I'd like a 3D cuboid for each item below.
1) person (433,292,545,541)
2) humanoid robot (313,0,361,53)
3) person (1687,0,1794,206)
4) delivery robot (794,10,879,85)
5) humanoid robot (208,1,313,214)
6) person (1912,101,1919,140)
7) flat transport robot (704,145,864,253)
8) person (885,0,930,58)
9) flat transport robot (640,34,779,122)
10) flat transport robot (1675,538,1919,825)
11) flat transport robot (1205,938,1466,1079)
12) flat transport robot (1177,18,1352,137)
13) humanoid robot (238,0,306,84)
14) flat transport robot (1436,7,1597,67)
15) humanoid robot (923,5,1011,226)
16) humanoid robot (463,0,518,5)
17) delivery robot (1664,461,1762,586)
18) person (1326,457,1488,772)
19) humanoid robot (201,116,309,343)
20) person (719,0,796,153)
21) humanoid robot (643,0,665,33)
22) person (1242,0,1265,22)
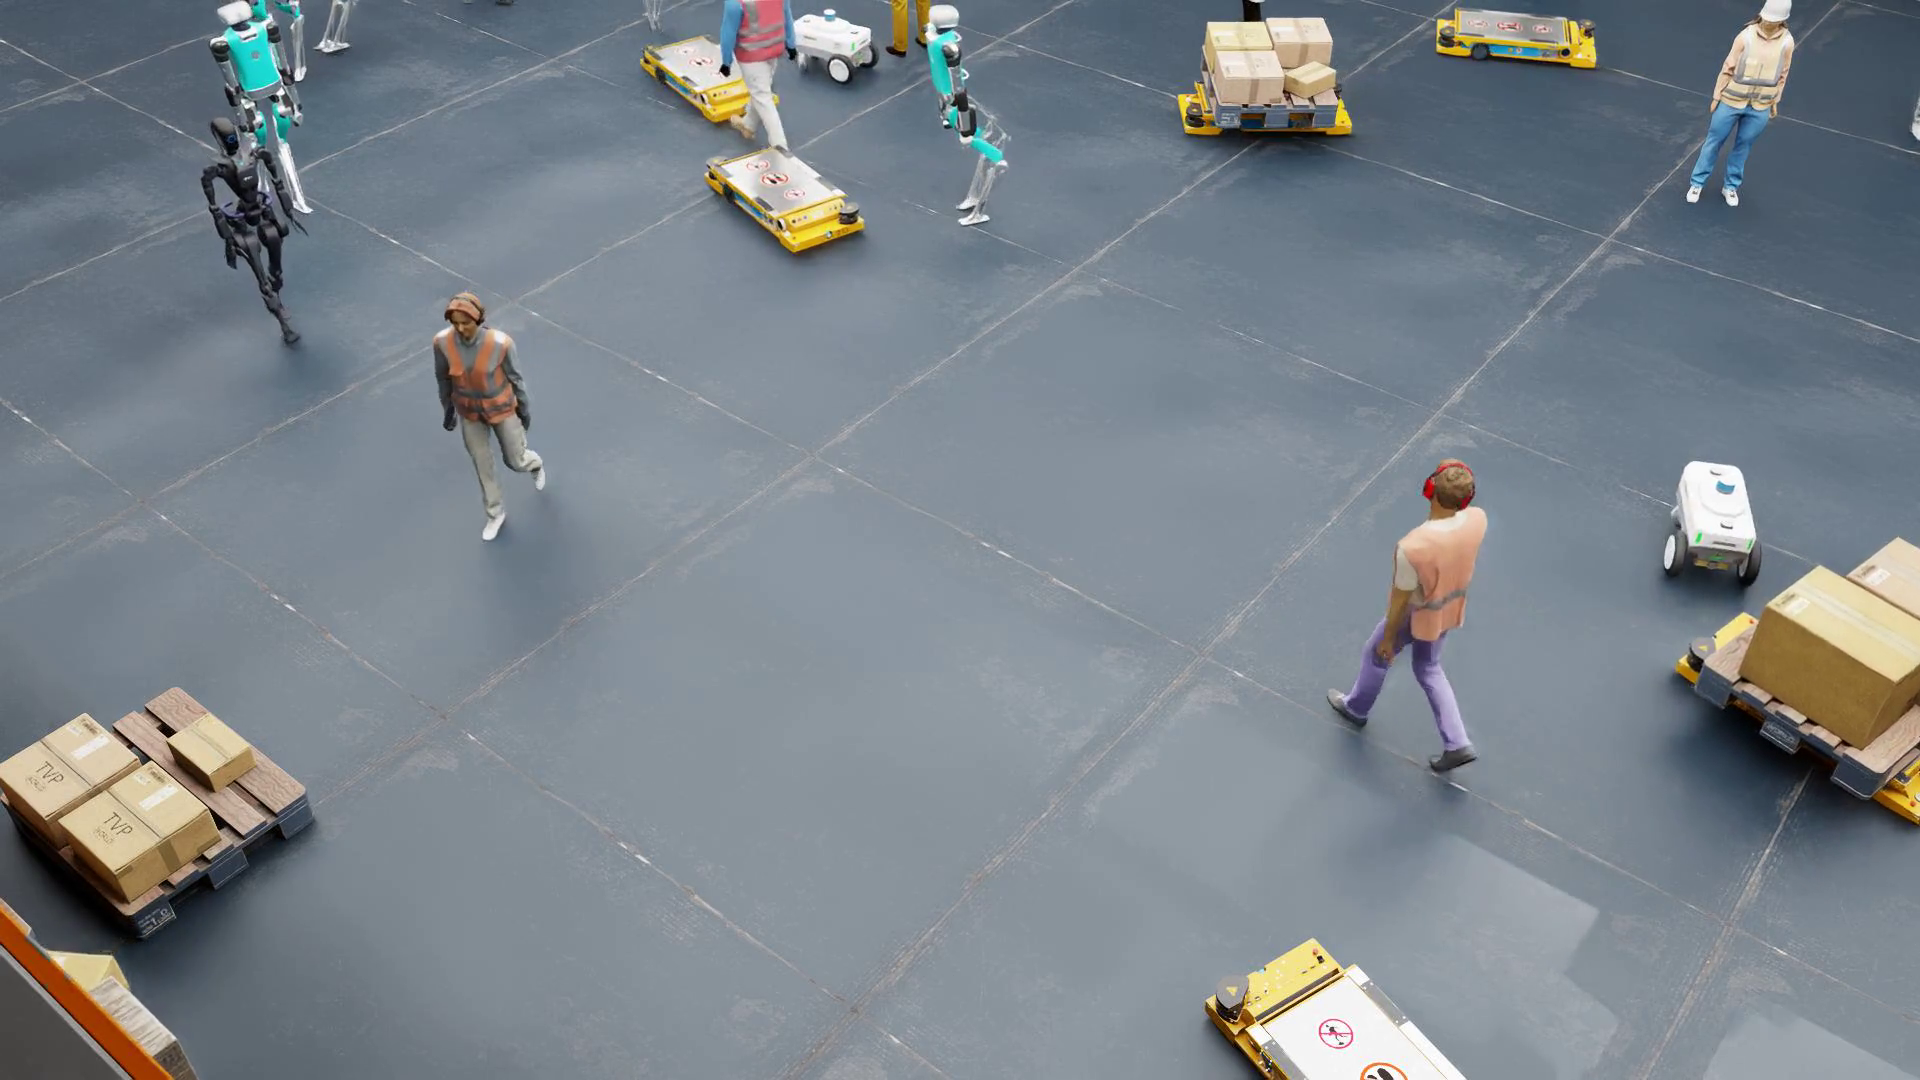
[{"bbox_3d":[-2.819,-0.782,9.949,0.535,1.625,0.567,5,41,6],"label":"person"},{"bbox_3d":[-5.841,-5.329,15.172,0.686,1.753,0.541,-31,49,-31],"label":"humanoid robot"},{"bbox_3d":[6.139,-3.440,12.998,0.496,1.727,0.367,8,41,9],"label":"person"},{"bbox_3d":[-1.155,-4.523,15.181,0.770,0.599,0.523,20,44,22],"label":"delivery robot"},{"bbox_3d":[-5.497,-3.354,12.949,0.556,1.871,0.809,-32,50,-32],"label":"humanoid robot"},{"bbox_3d":[8.204,-3.922,13.601,0.489,1.661,0.946,9,41,11],"label":"person"},{"bbox_3d":[-1.427,-2.763,13.329,0.659,0.231,1.431,-25,46,-26],"label":"flat transport robot"},{"bbox_3d":[-0.503,-5.288,15.154,0.524,1.750,0.345,-23,46,-25],"label":"person"},{"bbox_3d":[-2.279,-4.185,15.001,0.659,0.231,1.431,-24,46,-26],"label":"flat transport robot"},{"bbox_3d":[4.708,0.908,9.010,0.659,0.231,1.431,-27,47,-28],"label":"flat transport robot"},{"bbox_3d":[1.778,2.383,7.275,0.659,0.231,1.431,-22,45,-24],"label":"flat transport robot"},{"bbox_3d":[2.651,-3.762,14.503,1.431,0.231,0.659,0,40,0],"label":"flat transport robot"},{"bbox_3d":[-6.088,-4.822,14.625,0.567,1.773,0.898,-7,41,-8],"label":"humanoid robot"},{"bbox_3d":[5.224,-4.719,15.630,1.431,0.231,0.659,9,41,10],"label":"flat transport robot"},{"bbox_3d":[0.108,-3.280,12.777,0.740,1.736,0.530,-15,42,-16],"label":"humanoid robot"},{"bbox_3d":[-4.695,-5.973,16.031,0.687,1.623,0.600,24,46,25],"label":"humanoid robot"},{"bbox_3d":[4.529,-0.107,9.990,0.499,0.604,0.776,8,41,9],"label":"delivery robot"},{"bbox_3d":[2.376,0.397,8.430,0.586,1.803,0.845,-24,46,-26],"label":"person"},{"bbox_3d":[-4.855,-2.176,11.575,0.735,1.633,0.589,30,49,31],"label":"humanoid robot"},{"bbox_3d":[-1.699,-4.022,13.637,0.850,1.800,0.660,29,48,30],"label":"person"},{"bbox_3d":[-2.986,-5.608,15.627,0.552,1.899,0.774,-25,46,-26],"label":"humanoid robot"},{"bbox_3d":[2.656,-5.221,15.123,0.321,1.688,0.528,-7,41,-8],"label":"person"}]
